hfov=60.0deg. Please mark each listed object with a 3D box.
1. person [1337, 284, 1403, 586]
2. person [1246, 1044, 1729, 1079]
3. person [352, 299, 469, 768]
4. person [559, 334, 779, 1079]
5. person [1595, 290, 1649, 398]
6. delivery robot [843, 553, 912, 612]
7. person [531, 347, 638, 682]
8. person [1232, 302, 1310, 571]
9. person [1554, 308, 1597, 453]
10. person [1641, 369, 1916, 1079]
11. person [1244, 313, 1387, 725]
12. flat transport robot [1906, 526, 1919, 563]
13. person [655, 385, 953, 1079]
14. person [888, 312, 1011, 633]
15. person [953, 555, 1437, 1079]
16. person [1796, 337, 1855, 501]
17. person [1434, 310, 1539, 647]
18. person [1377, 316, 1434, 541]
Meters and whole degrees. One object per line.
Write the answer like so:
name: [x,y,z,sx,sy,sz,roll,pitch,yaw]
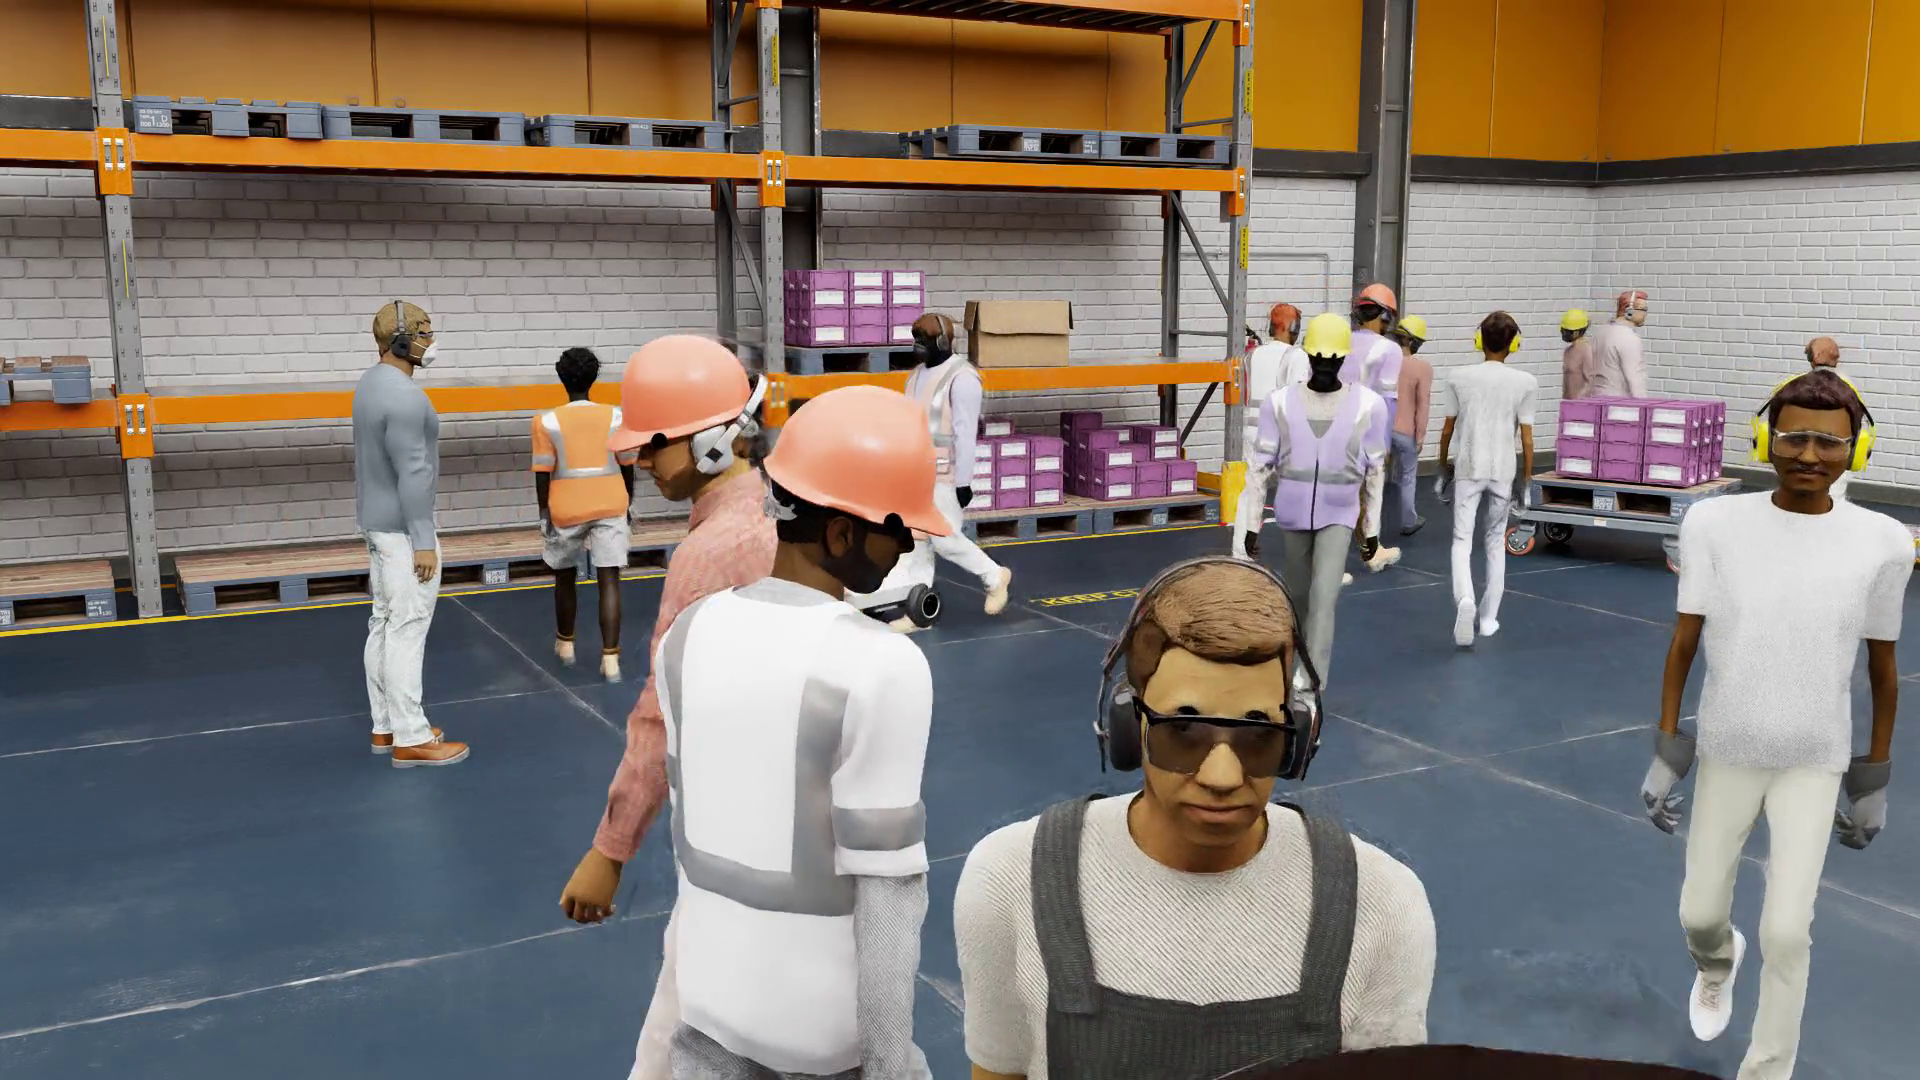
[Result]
person: [2.645,-0.704,11.008,1.051,1.956,0.625,-6,11,-32]
person: [0.358,0.986,0.981,0.727,1.871,0.567,1,9,3]
person: [-2.328,-0.027,6.951,0.359,1.938,0.632,-6,11,-33]
person: [-0.534,0.560,3.379,0.969,1.929,0.606,0,9,3]
person: [5.393,-1.072,13.486,0.448,1.885,0.667,1,9,4]
delivery robot: [-0.509,0.204,9.469,0.477,0.478,0.707,8,12,40]
person: [-1.916,-0.144,8.501,0.550,1.666,0.809,-3,10,-19]
person: [2.196,-0.675,11.225,0.992,1.827,0.627,-7,11,-35]
person: [5.333,-1.126,14.323,0.513,1.720,0.554,0,9,-1]
person: [1.925,0.512,3.971,0.536,1.843,0.706,4,10,25]
person: [1.667,-0.130,7.804,0.615,1.873,1.034,3,10,19]
flat transport robot: [6.517,0.008,11.812,0.652,0.197,1.431,-9,13,-44]
person: [-0.194,0.695,2.704,0.573,1.882,0.856,7,12,36]
person: [-0.079,-0.380,9.460,0.683,1.820,0.638,-6,11,-34]
person: [0.252,0.886,1.843,0.519,1.793,1.005,0,9,1]
person: [5.972,-0.614,11.573,0.518,1.583,0.787,-1,9,-4]
person: [2.875,-0.333,9.146,0.536,1.840,0.785,3,10,16]
person: [3.263,-0.804,12.380,0.543,1.700,0.935,5,11,28]
